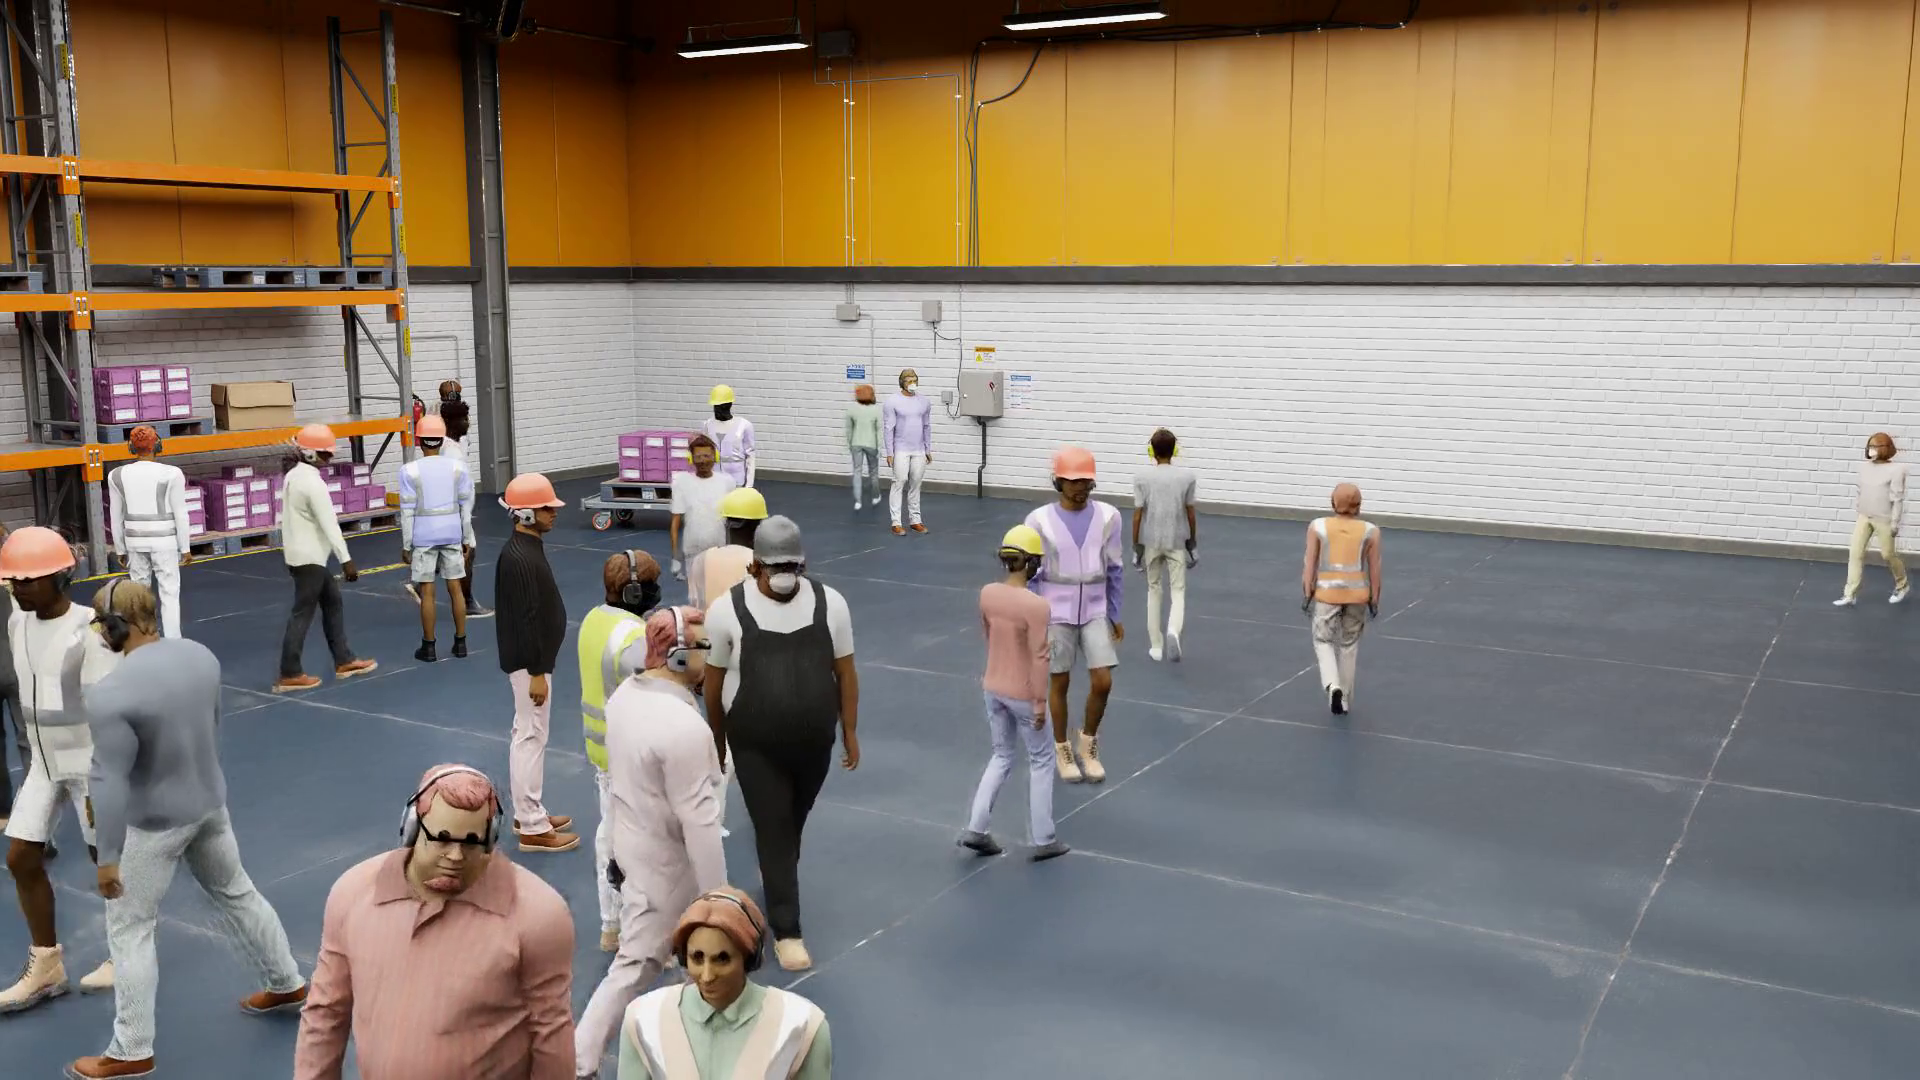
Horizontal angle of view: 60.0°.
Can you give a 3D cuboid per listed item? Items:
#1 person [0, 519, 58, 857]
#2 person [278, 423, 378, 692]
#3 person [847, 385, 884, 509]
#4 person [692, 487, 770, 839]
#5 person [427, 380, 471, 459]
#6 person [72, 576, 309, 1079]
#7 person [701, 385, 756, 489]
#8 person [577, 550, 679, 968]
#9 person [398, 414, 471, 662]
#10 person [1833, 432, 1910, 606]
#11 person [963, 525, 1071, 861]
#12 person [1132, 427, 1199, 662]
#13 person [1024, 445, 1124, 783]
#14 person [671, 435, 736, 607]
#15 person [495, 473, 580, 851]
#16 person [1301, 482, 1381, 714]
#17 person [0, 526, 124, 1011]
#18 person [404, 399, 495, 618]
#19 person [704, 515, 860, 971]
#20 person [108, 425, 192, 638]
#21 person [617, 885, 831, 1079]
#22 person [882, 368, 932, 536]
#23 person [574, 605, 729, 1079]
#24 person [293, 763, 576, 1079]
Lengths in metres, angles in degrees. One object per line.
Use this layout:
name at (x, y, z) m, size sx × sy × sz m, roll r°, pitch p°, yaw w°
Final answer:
person at (-5.002, 0.751, 8.724) m, size 0.527 × 1.800 × 0.991 m, roll -5°, pitch 11°, yaw -30°
person at (-4.614, 0.122, 12.137) m, size 0.883 × 1.949 × 0.629 m, roll -6°, pitch 11°, yaw -34°
person at (-1.222, -1.207, 21.559) m, size 0.506 × 1.585 × 0.849 m, roll 1°, pitch 9°, yaw 6°
person at (-1.208, 0.651, 9.072) m, size 0.604 × 1.884 × 0.988 m, roll 6°, pitch 11°, yaw 31°
person at (-5.751, -0.886, 18.816) m, size 0.619 × 1.836 × 0.430 m, roll 8°, pitch 12°, yaw 40°
person at (-3.018, 1.078, 6.407) m, size 0.556 × 1.894 × 0.802 m, roll 3°, pitch 9°, yaw 16°
person at (-2.355, -0.604, 16.752) m, size 0.593 × 1.923 × 0.382 m, roll 3°, pitch 10°, yaw 17°
person at (-1.422, 0.952, 7.299) m, size 0.429 × 1.842 × 0.636 m, roll -6°, pitch 11°, yaw -33°
person at (-4.111, -0.016, 13.039) m, size 0.548 × 1.937 × 0.358 m, roll -6°, pitch 11°, yaw -33°
person at (8.416, -0.194, 15.205) m, size 0.803 × 1.599 × 0.508 m, roll -4°, pitch 10°, yaw -22°
person at (0.268, 0.792, 8.617) m, size 0.577 × 1.741 × 0.542 m, roll -8°, pitch 12°, yaw -42°
person at (1.587, 0.055, 12.868) m, size 0.529 × 1.849 × 0.639 m, roll 1°, pitch 9°, yaw 7°
person at (0.685, 0.455, 9.805) m, size 0.630 × 2.029 × 0.522 m, roll -2°, pitch 9°, yaw -12°
person at (-1.903, 0.132, 12.474) m, size 0.512 × 1.823 × 0.957 m, roll -2°, pitch 9°, yaw -14°
person at (-2.250, 0.637, 8.789) m, size 0.377 × 1.995 × 0.608 m, roll -3°, pitch 10°, yaw -17°
person at (2.601, 0.420, 11.301) m, size 0.543 × 1.614 × 0.551 m, roll 1°, pitch 9°, yaw 4°
person at (-3.724, 0.943, 6.814) m, size 0.647 × 2.010 × 0.786 m, roll 4°, pitch 10°, yaw 23°
person at (-4.479, -0.259, 14.534) m, size 0.652 × 1.946 × 0.618 m, roll -4°, pitch 10°, yaw -25°
person at (-0.822, 0.801, 7.619) m, size 0.690 × 2.000 × 1.059 m, roll -4°, pitch 10°, yaw -21°
person at (-6.219, 0.056, 12.805) m, size 0.575 × 1.876 × 0.340 m, roll 0°, pitch 9°, yaw -1°
person at (-0.548, 1.598, 3.901) m, size 0.522 × 1.636 × 0.310 m, roll 0°, pitch 9°, yaw 3°
person at (-0.597, -1.023, 19.326) m, size 0.630 × 1.940 × 0.370 m, roll -6°, pitch 11°, yaw -33°
person at (-1.084, 1.158, 6.014) m, size 0.983 × 1.855 × 0.670 m, roll -4°, pitch 10°, yaw -24°
person at (-1.302, 1.441, 4.261) m, size 0.648 × 1.848 × 1.025 m, roll 3°, pitch 9°, yaw 16°
